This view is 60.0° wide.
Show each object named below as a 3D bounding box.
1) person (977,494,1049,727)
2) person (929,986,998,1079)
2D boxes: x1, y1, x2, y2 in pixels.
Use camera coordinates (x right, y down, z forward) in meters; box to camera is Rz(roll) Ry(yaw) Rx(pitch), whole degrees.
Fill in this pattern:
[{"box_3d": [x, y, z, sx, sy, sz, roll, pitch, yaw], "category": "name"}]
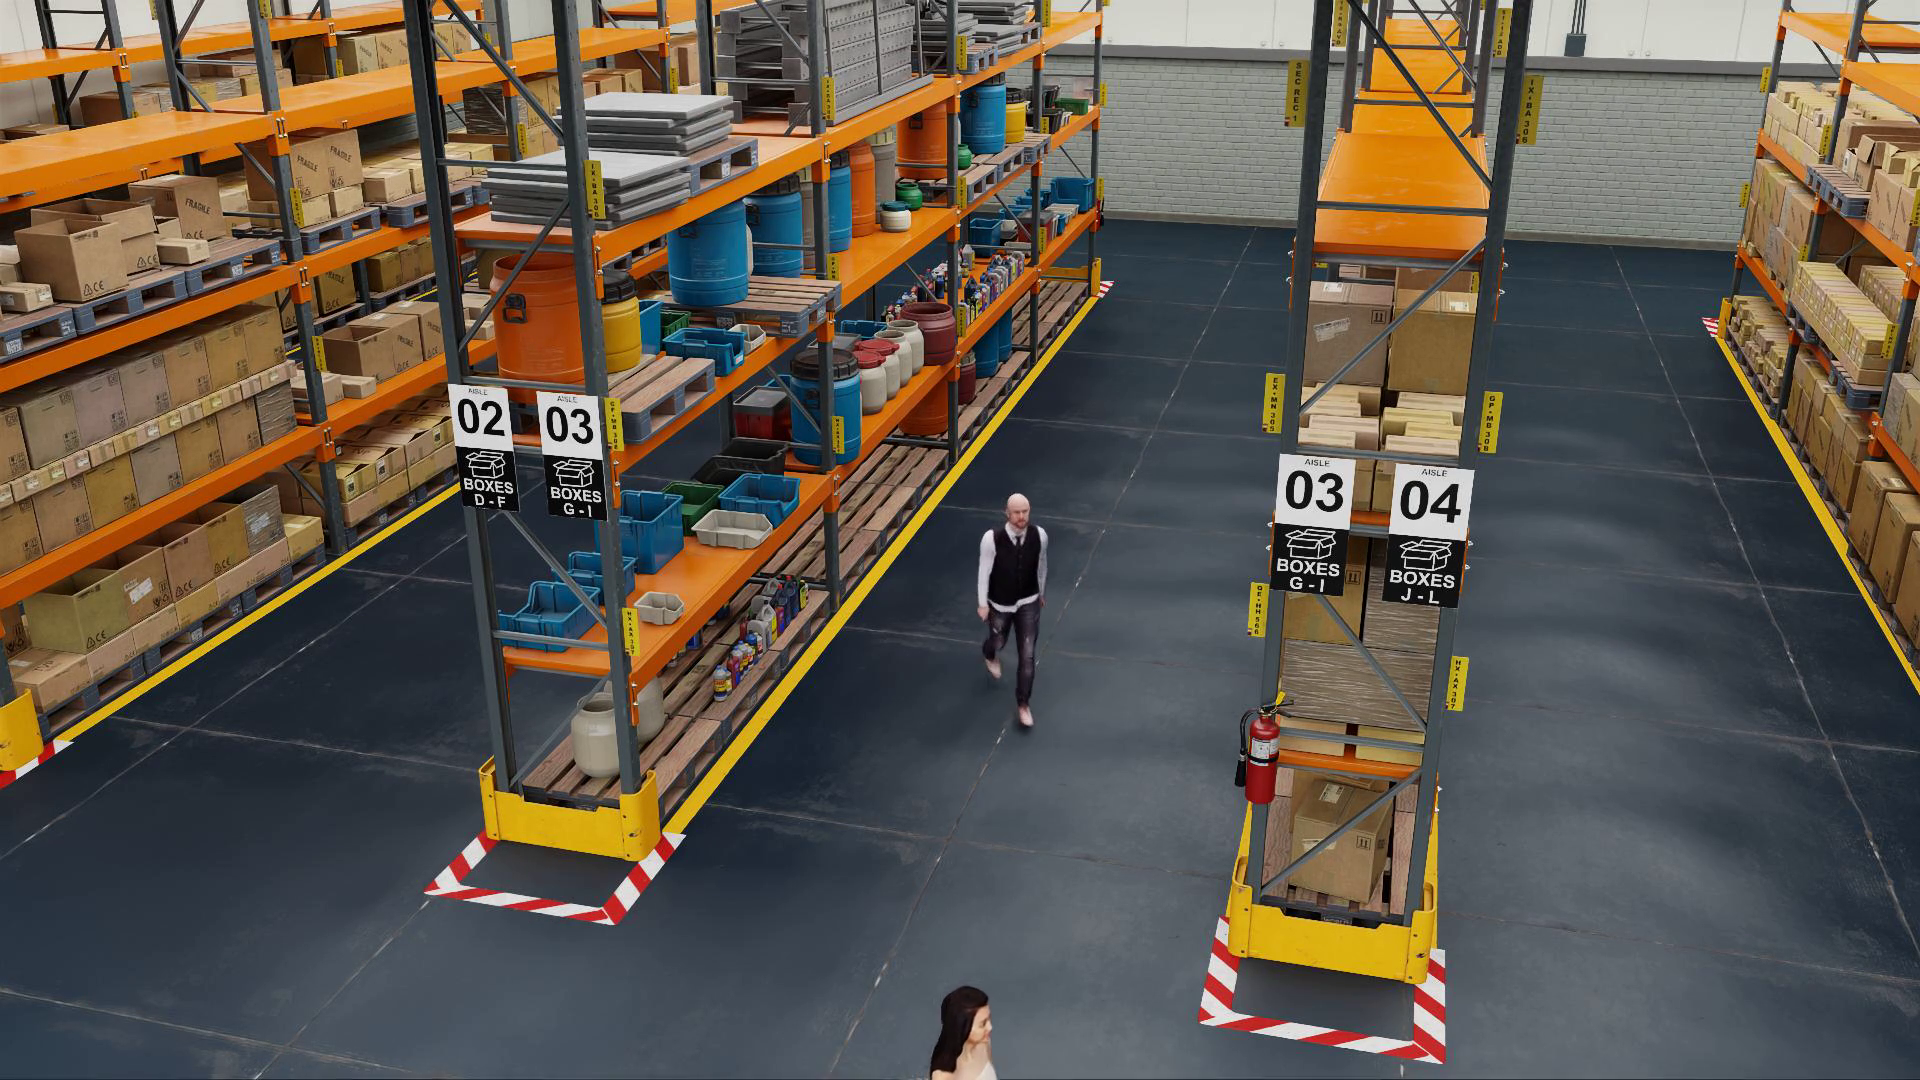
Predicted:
[{"box_3d": [0.388, 0.466, 12.636, 1.074, 1.786, 1.311, -5, 23, -12], "category": "person"}, {"box_3d": [-0.061, 2.672, 7.334, 0.806, 1.715, 0.965, 13, 25, 28], "category": "person"}]
